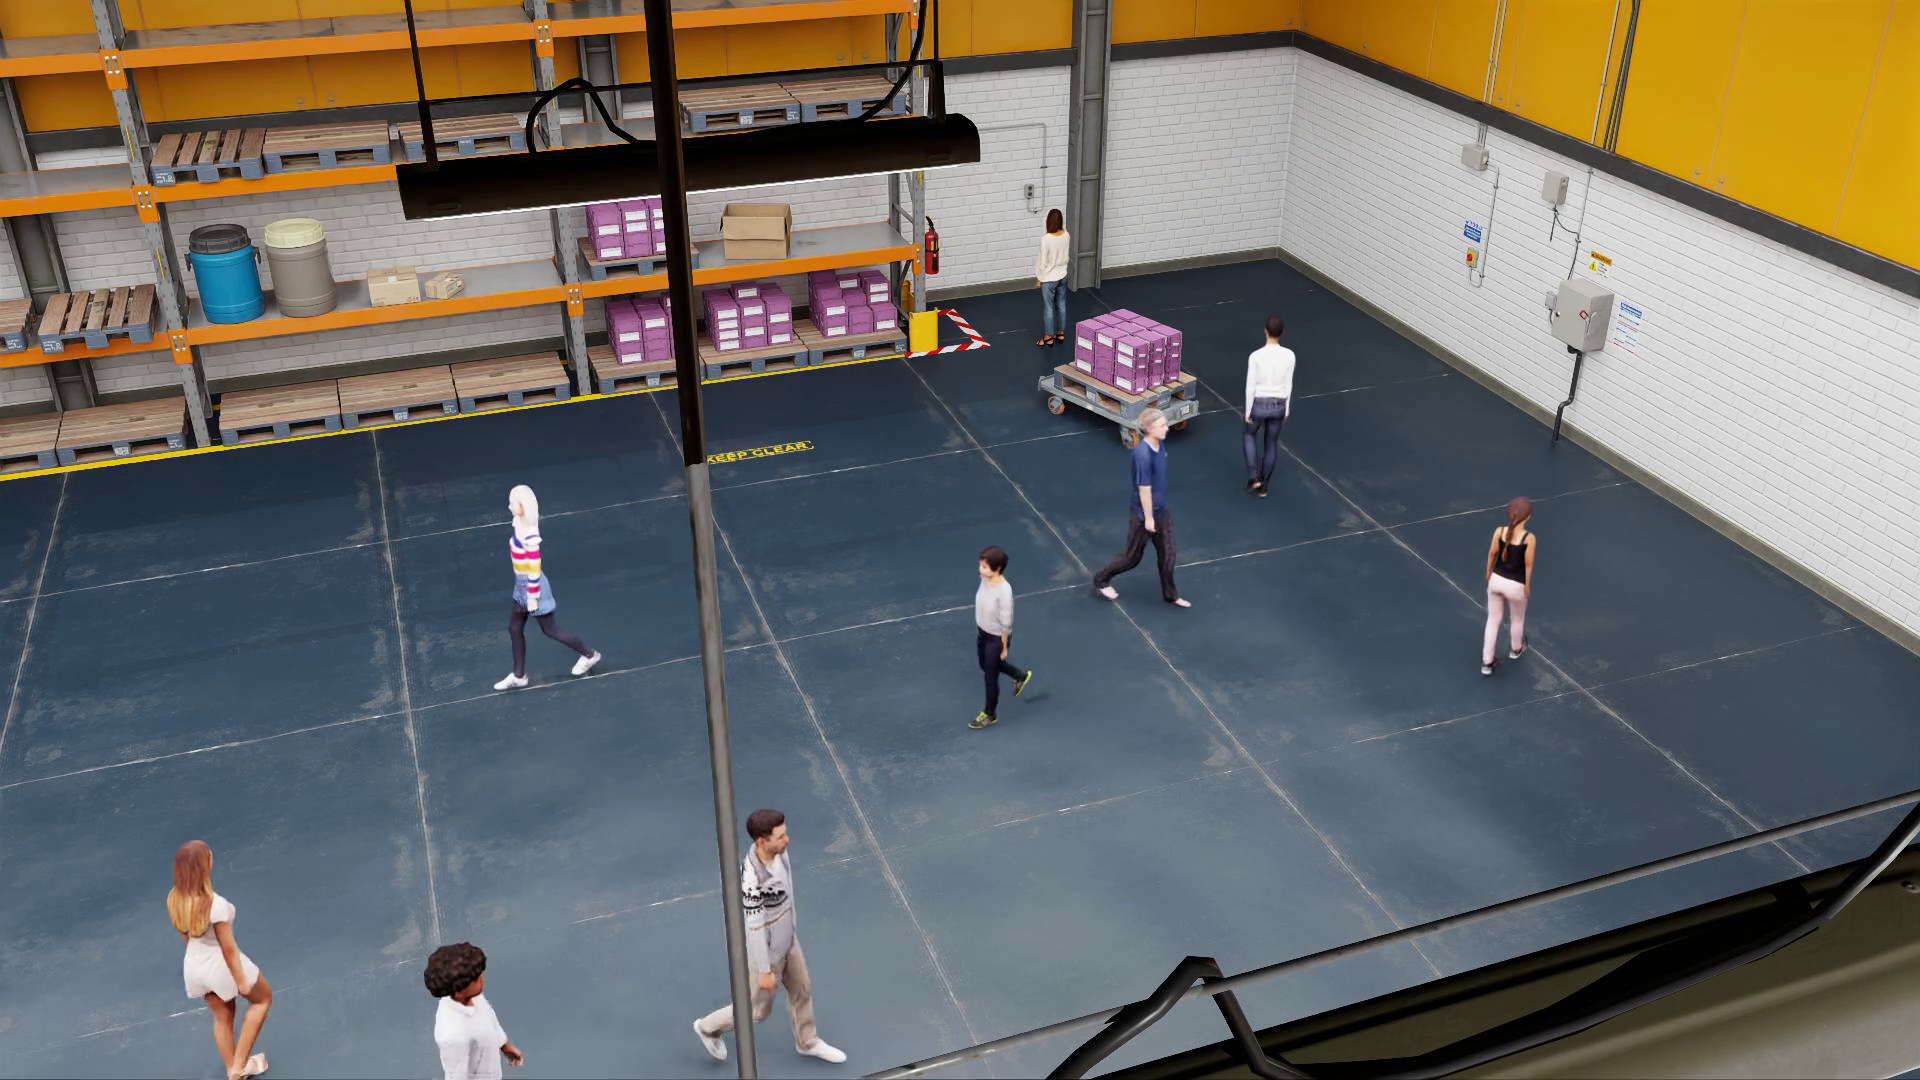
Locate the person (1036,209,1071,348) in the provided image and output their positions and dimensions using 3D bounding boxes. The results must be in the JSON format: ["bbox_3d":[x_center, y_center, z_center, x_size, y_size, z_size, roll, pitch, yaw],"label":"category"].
[{"bbox_3d":[1.114,-3.113,19.708,0.592,1.682,0.739,-22,35,-34],"label":"person"}]

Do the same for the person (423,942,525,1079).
[{"bbox_3d":[-2.601,2.840,8.681,0.766,1.791,0.668,-7,29,-12],"label":"person"}]

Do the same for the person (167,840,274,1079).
[{"bbox_3d":[-4.278,2.488,9.439,0.719,1.683,0.780,12,31,21],"label":"person"}]

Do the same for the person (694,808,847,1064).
[{"bbox_3d":[-1.179,2.317,9.593,1.237,1.836,1.084,6,29,12],"label":"person"}]

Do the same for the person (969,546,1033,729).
[{"bbox_3d":[0.328,0.719,12.832,0.876,1.539,0.629,-15,32,-25],"label":"person"}]

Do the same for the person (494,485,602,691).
[{"bbox_3d":[-3.301,0.380,13.209,1.138,1.775,0.748,-14,32,-24],"label":"person"}]

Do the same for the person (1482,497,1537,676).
[{"bbox_3d":[4.402,0.394,13.420,0.815,1.548,0.923,19,34,31],"label":"person"}]

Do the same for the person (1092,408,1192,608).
[{"bbox_3d":[1.540,-0.249,14.293,1.142,1.840,1.128,16,32,27],"label":"person"}]

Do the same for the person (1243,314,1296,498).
[{"bbox_3d":[2.996,-1.241,16.101,0.760,1.850,0.806,1,29,1],"label":"person"}]
